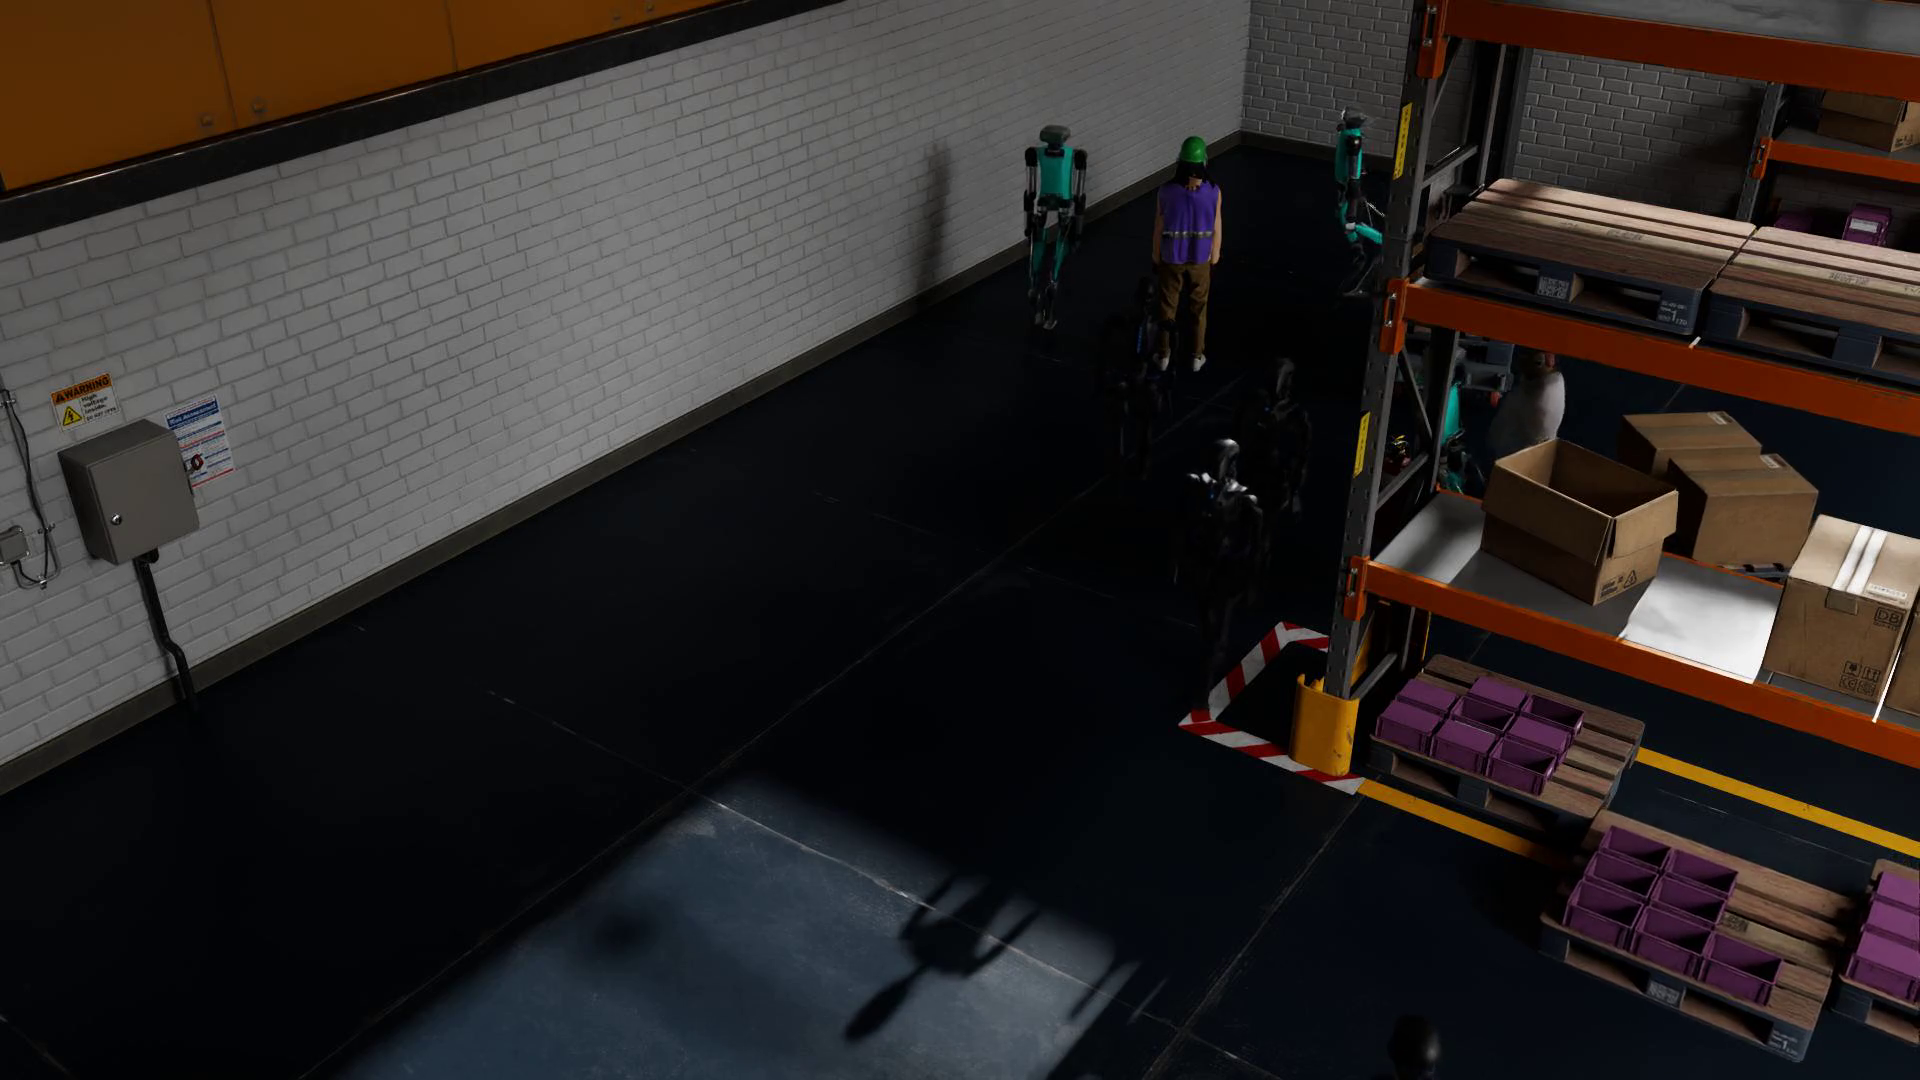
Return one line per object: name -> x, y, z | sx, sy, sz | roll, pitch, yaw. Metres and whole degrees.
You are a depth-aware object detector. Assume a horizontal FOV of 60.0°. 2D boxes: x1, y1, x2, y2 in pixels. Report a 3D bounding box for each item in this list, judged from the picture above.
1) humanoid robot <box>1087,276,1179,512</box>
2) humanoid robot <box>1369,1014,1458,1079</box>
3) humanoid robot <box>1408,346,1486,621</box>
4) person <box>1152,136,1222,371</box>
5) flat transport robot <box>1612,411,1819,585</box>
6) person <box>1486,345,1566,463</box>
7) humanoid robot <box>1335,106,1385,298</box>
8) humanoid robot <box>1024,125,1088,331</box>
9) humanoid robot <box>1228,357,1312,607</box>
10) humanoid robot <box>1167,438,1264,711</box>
humanoid robot -> 1.185, -1.042, 11.501 | 0.606, 1.636, 0.808 | 5, 30, 8
humanoid robot -> 1.427, 2.317, 5.626 | 0.602, 1.641, 0.598 | -6, 30, -10
humanoid robot -> 3.041, -0.293, 10.086 | 0.751, 1.785, 0.534 | 24, 37, 35
person -> 1.805, -2.265, 13.307 | 0.545, 1.927, 0.401 | 1, 30, 2
flat transport robot -> 4.657, 0.156, 10.769 | 1.431, 0.231, 0.659 | -2, 30, -4
person -> 3.489, -0.414, 10.143 | 0.752, 1.890, 0.650 | 11, 32, 18
humanoid robot -> 3.589, -2.876, 14.612 | 0.746, 1.836, 0.541 | 0, 30, 0
humanoid robot -> 0.736, -2.516, 13.943 | 0.543, 1.778, 0.852 | 8, 31, 14
humanoid robot -> 1.878, -0.383, 10.294 | 0.601, 1.640, 0.373 | 21, 36, 32
humanoid robot -> 1.411, 0.166, 9.369 | 0.608, 1.624, 0.735 | 21, 36, 32
